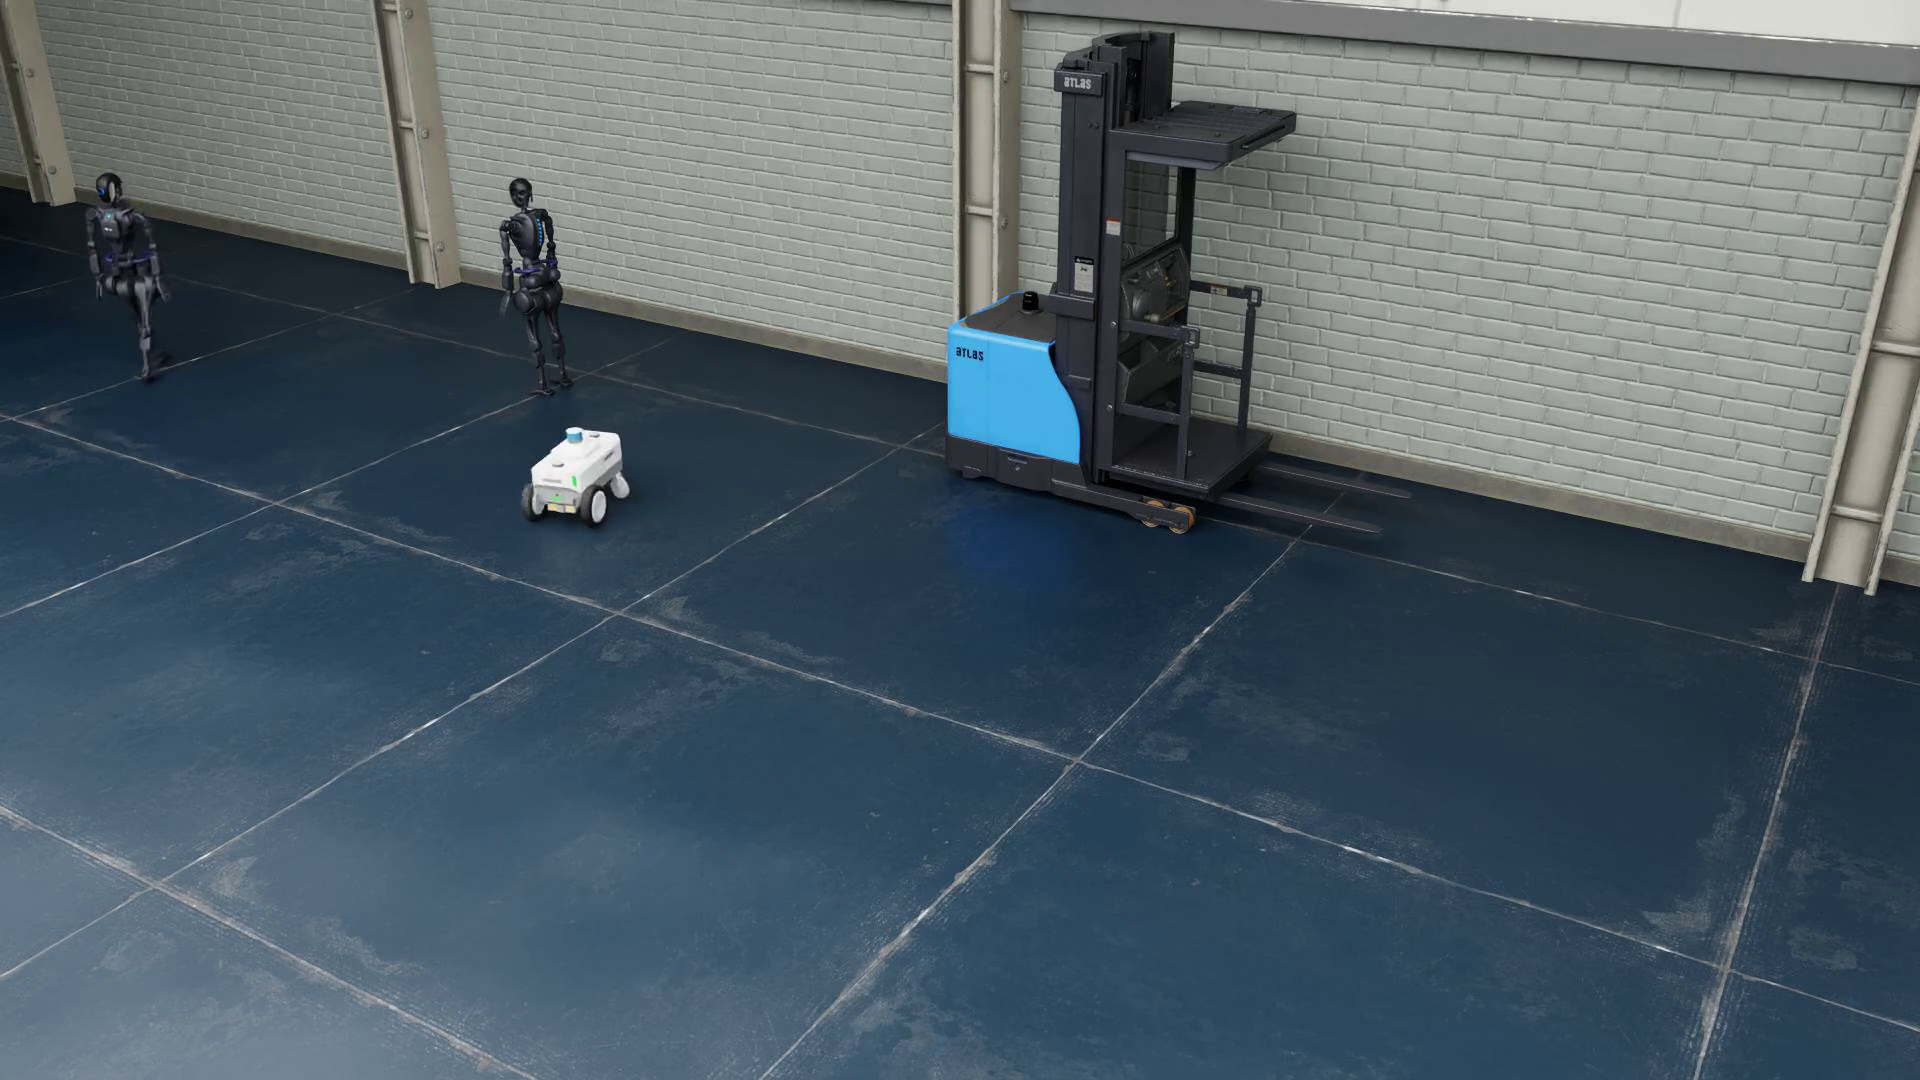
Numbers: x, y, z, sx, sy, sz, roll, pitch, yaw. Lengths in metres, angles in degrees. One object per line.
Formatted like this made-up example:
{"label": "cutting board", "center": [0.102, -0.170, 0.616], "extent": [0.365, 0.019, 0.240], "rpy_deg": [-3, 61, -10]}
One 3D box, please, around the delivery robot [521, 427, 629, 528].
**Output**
{"label": "delivery robot", "center": [-2.487, -0.425, 10.827], "extent": [0.521, 0.598, 0.769], "rpy_deg": [6, 26, 13]}

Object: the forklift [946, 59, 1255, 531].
{"label": "forklift", "center": [0.933, -1.707, 10.833], "extent": [1.873, 2.768, 1.129], "rpy_deg": [15, 29, 28]}

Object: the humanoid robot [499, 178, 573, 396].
{"label": "humanoid robot", "center": [-3.255, -1.933, 12.689], "extent": [0.315, 1.653, 0.599], "rpy_deg": [15, 29, 28]}

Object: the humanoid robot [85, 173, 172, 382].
{"label": "humanoid robot", "center": [-6.497, -2.066, 13.028], "extent": [0.603, 1.621, 0.778], "rpy_deg": [2, 25, 4]}
